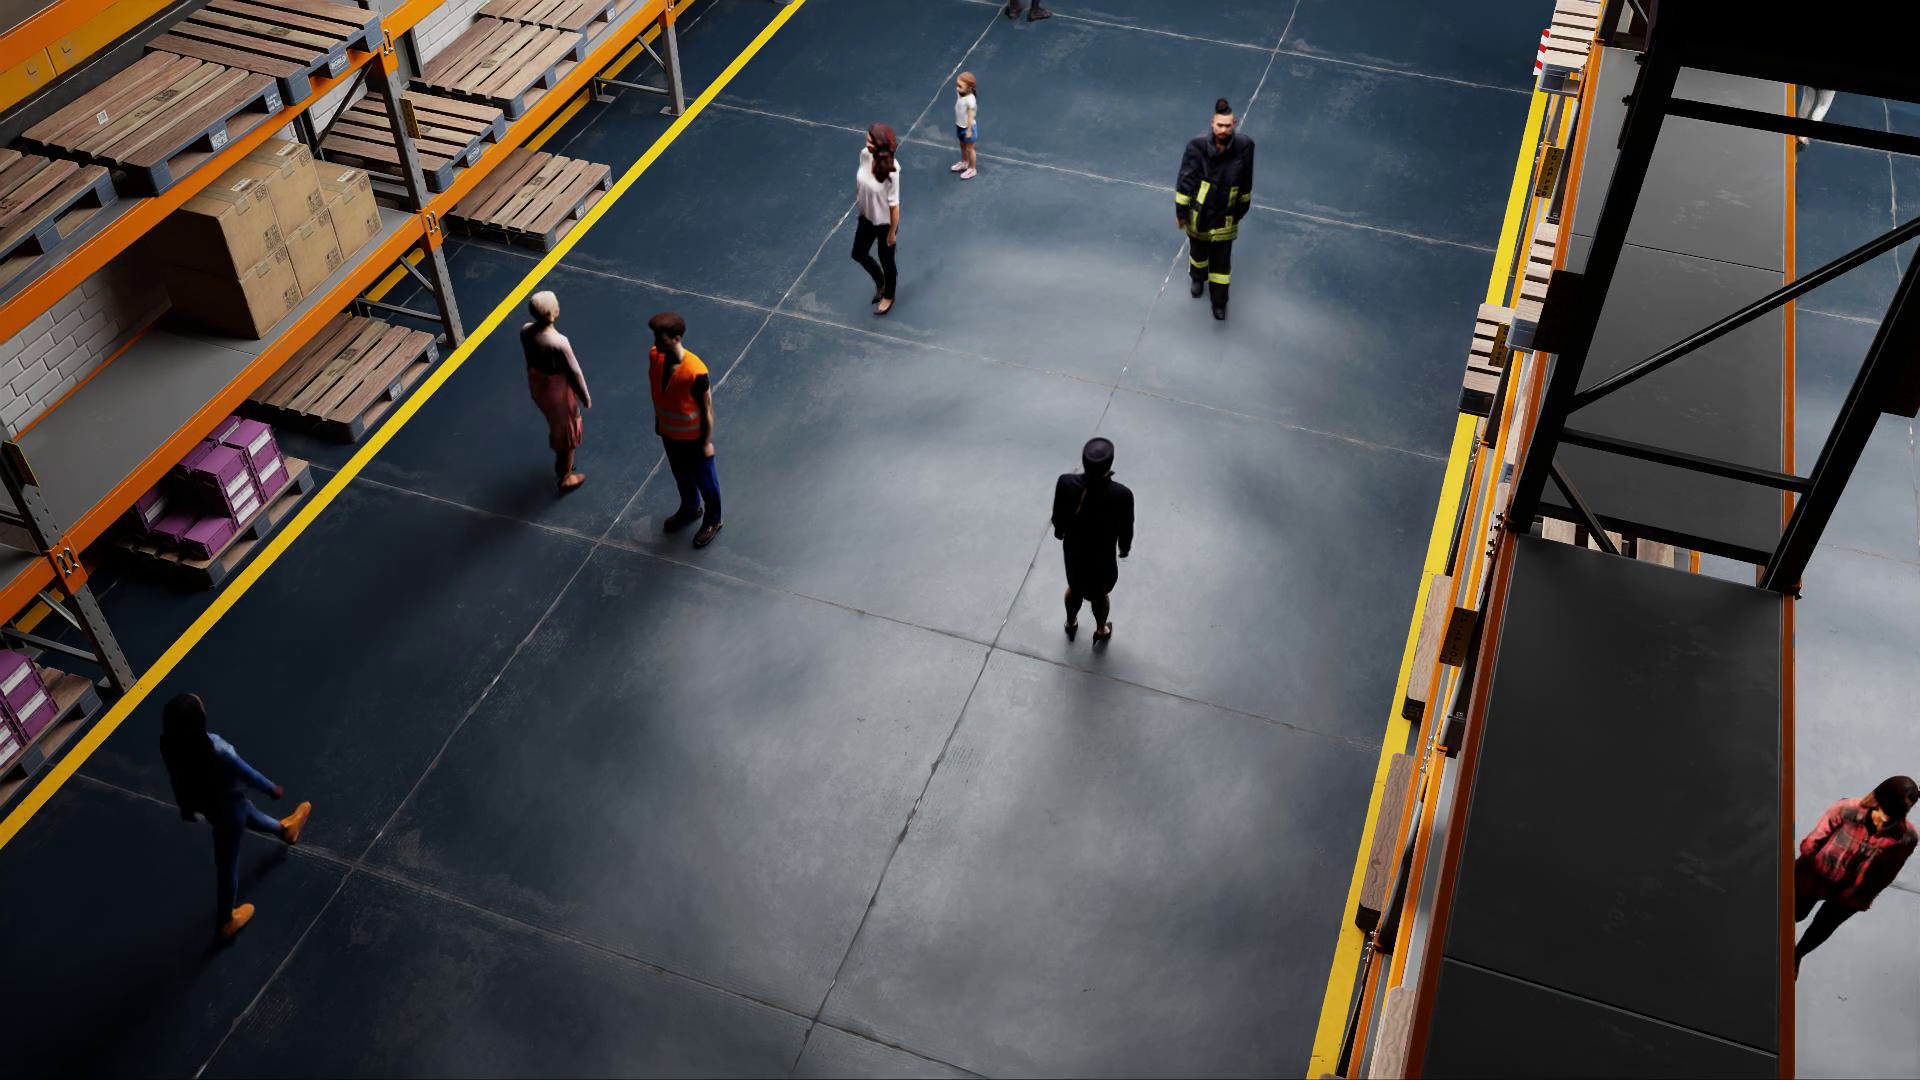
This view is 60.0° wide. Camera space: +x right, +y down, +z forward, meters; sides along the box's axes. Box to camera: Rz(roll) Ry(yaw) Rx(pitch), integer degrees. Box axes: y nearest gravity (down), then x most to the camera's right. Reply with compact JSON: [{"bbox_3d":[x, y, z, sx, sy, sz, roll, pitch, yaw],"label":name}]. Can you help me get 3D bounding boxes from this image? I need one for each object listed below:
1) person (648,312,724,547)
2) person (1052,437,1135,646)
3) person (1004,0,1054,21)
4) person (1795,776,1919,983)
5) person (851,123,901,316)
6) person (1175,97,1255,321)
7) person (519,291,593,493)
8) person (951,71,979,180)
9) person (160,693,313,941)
[{"bbox_3d":[-1.895,-0.787,11.468,0.760,1.887,0.732,28,50,26],"label":"person"},{"bbox_3d":[0.844,0.036,10.760,0.672,1.671,0.596,14,45,14],"label":"person"},{"bbox_3d":[0.770,-6.262,17.337,0.891,1.719,0.832,-34,53,-31],"label":"person"},{"bbox_3d":[4.740,1.753,8.946,0.692,1.688,0.794,23,48,22],"label":"person"},{"bbox_3d":[-0.582,-2.609,13.456,0.719,1.783,0.710,34,53,30],"label":"person"},{"bbox_3d":[2.078,-2.798,13.611,0.881,1.843,1.054,6,44,6],"label":"person"},{"bbox_3d":[-2.937,-1.001,11.844,0.681,1.678,0.716,23,48,22],"label":"person"},{"bbox_3d":[0.064,-3.832,15.293,0.540,1.019,0.486,-21,47,-21],"label":"person"},{"bbox_3d":[-4.122,1.556,9.170,0.628,1.665,1.157,15,46,15],"label":"person"}]
